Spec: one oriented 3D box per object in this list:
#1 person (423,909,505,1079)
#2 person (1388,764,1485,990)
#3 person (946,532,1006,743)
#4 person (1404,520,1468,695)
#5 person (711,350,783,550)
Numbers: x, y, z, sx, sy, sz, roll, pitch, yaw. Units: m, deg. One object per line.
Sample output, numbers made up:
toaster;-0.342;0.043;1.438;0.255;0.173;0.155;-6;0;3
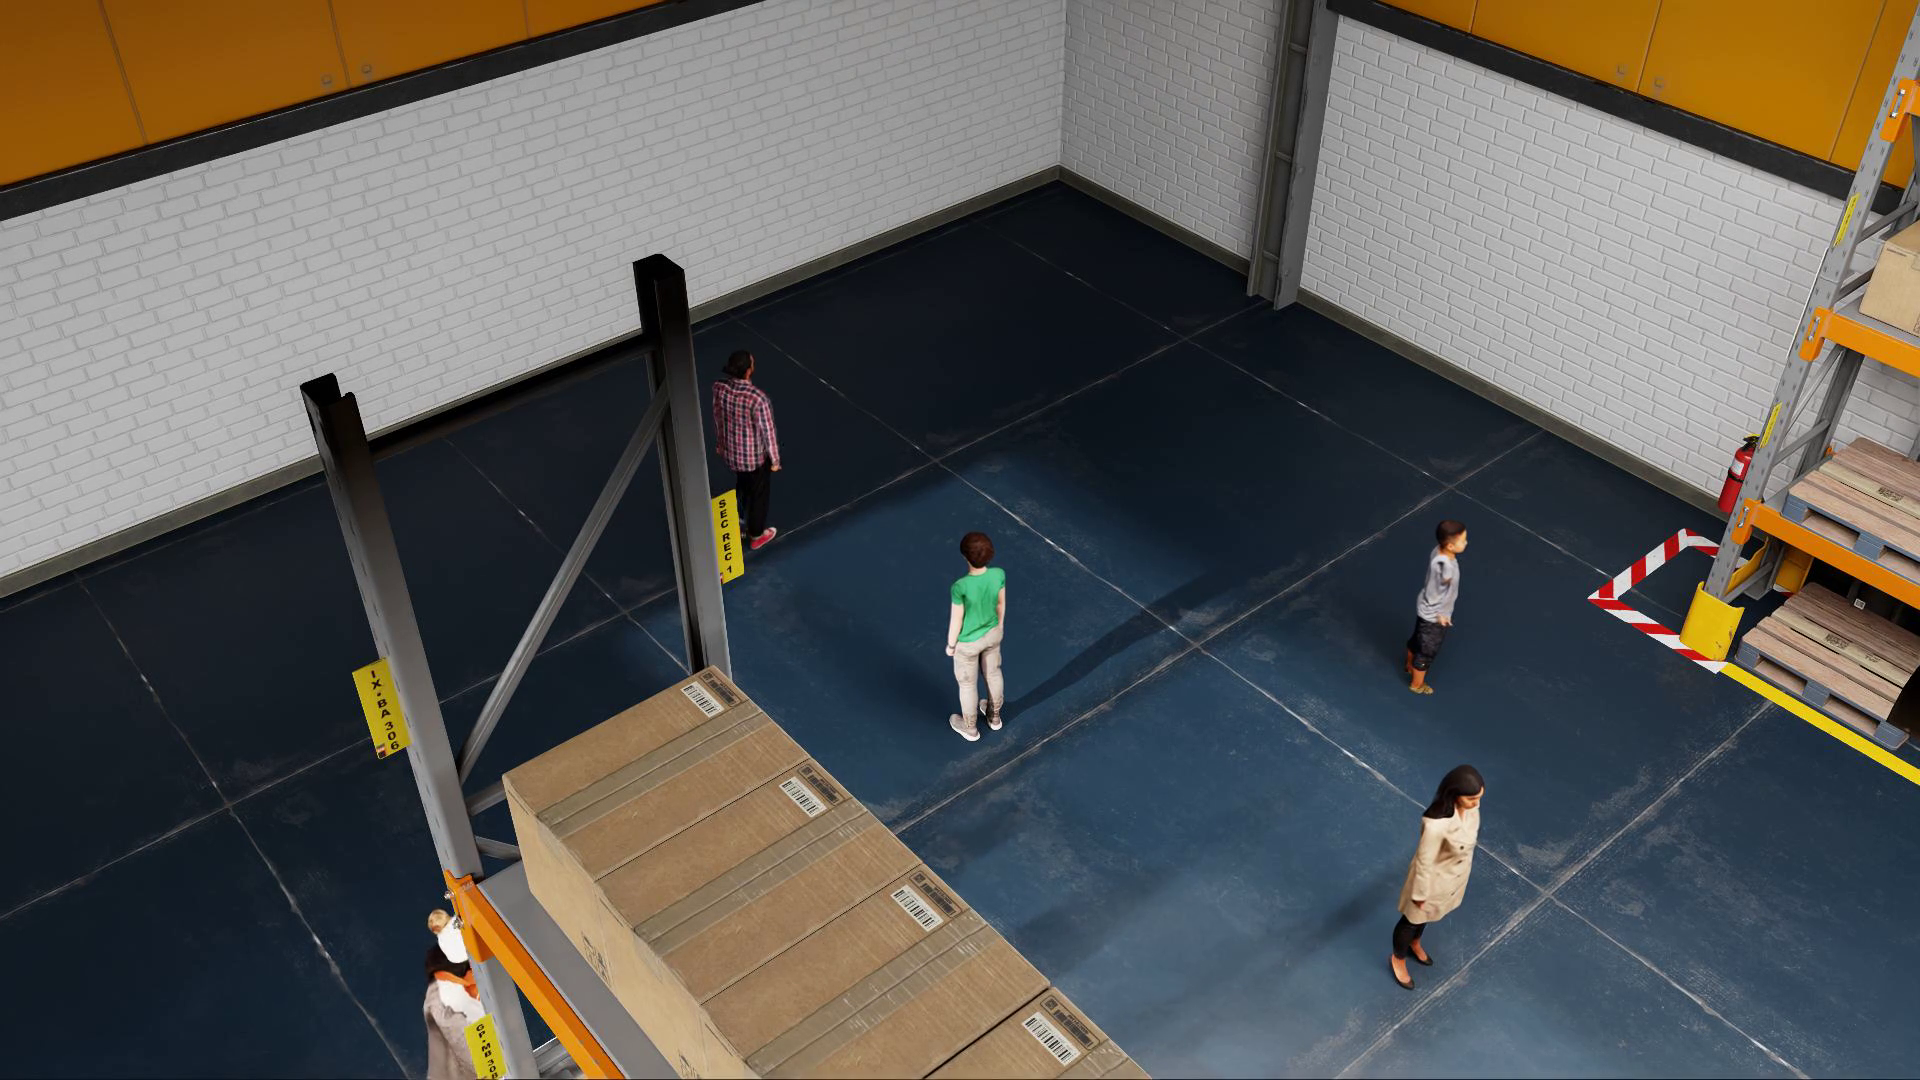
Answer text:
person;-2.565;2.513;8.445;1.127;1.862;1.051;5;39;6
person;2.677;1.877;9.386;0.657;1.681;0.546;-32;48;-33
person;0.119;0.635;10.964;0.622;1.651;0.564;-21;43;-24
person;3.262;0.411;11.401;0.701;1.456;0.649;5;39;6
person;-1.644;-0.636;12.473;0.738;1.755;0.872;19;43;23
